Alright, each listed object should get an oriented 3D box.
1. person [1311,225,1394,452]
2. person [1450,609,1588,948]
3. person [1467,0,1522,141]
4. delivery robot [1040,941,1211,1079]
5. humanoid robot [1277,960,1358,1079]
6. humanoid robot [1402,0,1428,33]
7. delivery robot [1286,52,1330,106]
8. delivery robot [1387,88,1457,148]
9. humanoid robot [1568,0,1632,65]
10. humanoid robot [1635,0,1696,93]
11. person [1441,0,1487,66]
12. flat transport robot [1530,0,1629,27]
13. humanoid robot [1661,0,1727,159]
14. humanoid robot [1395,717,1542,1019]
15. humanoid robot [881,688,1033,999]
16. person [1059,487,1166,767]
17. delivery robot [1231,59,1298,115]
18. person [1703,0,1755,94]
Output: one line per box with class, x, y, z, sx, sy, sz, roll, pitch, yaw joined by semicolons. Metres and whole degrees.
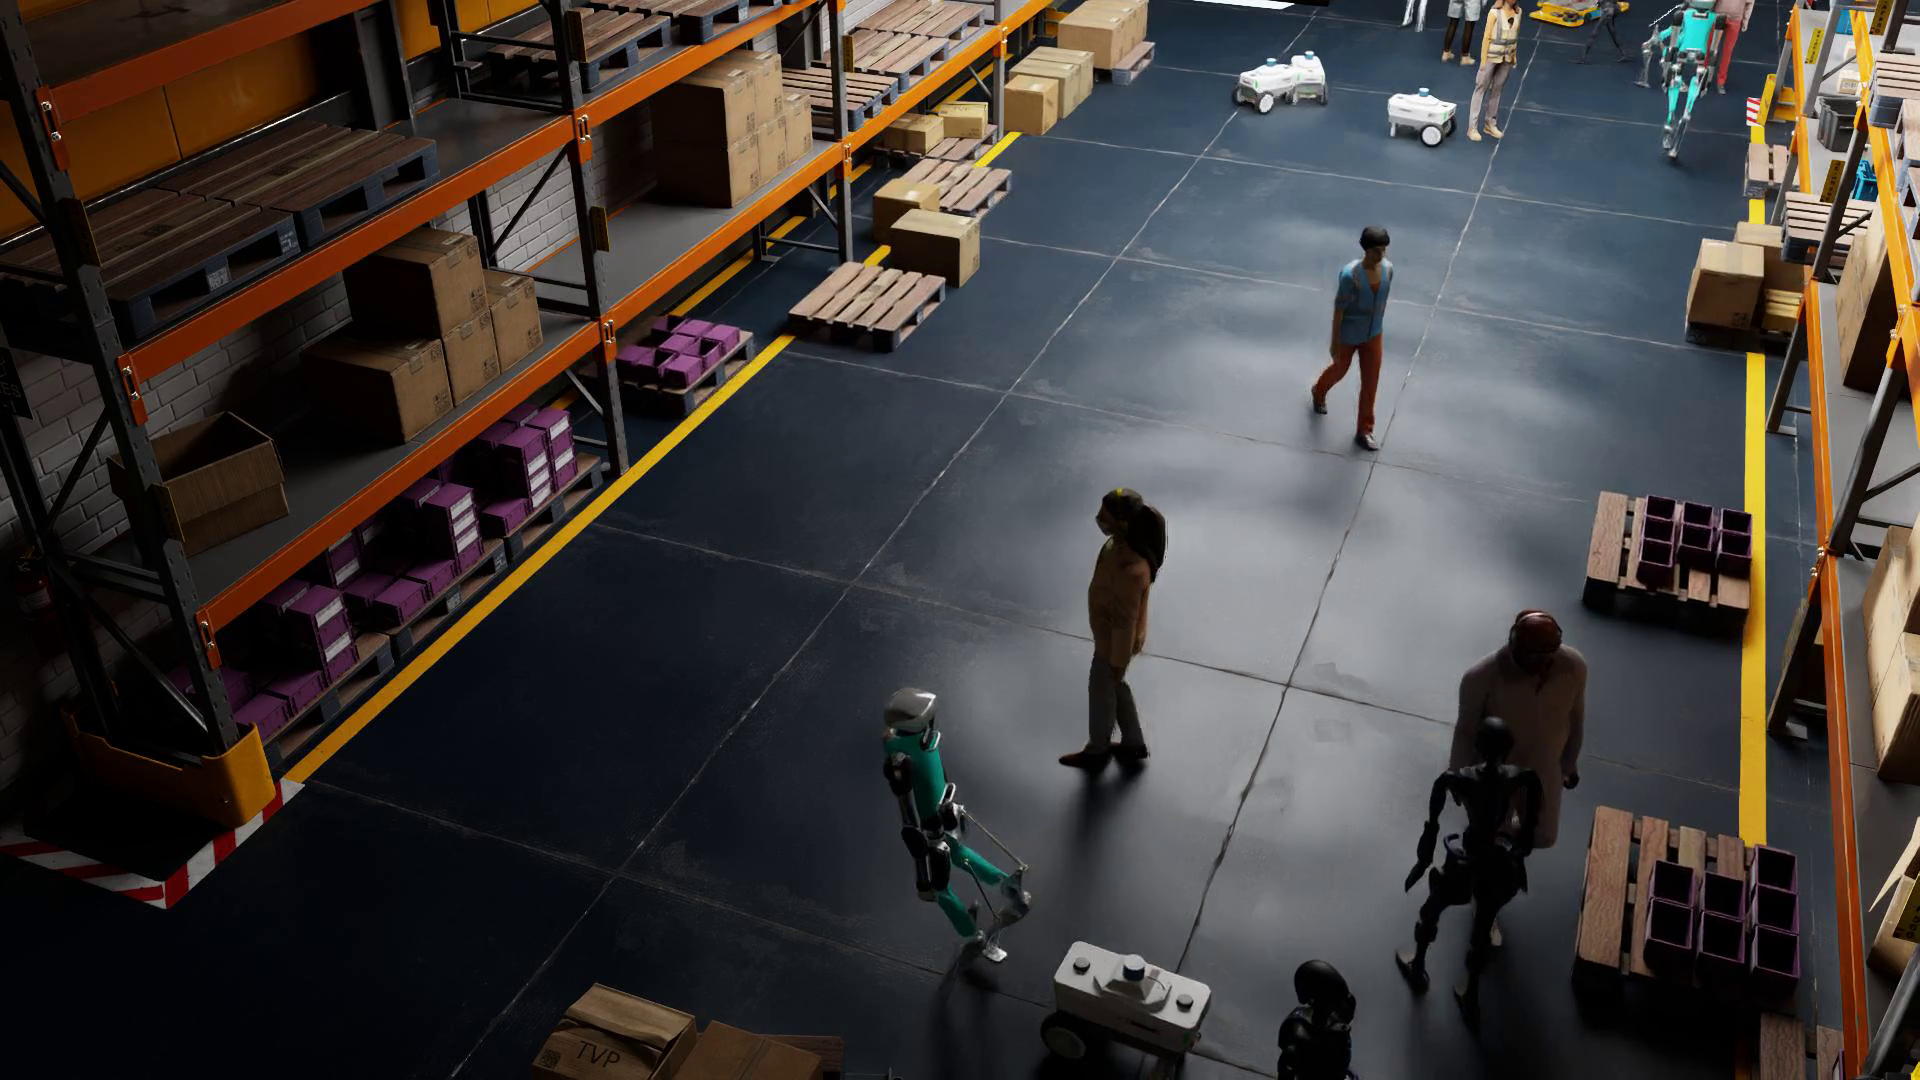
person;3.027;-1.623;12.760;0.497;1.730;0.866;-10;34;-15
person;2.784;1.146;8.321;0.676;1.886;0.631;-4;33;-7
person;5.975;-5.328;18.453;0.469;1.770;0.327;-12;35;-18
delivery robot;0.781;2.213;7.913;0.775;0.604;0.505;15;36;21
humanoid robot;1.360;2.285;6.754;0.468;1.646;0.608;24;40;33
humanoid robot;6.118;-7.644;22.116;0.536;1.835;0.756;19;37;26
delivery robot;4.147;-5.510;19.872;0.499;0.612;0.814;2;33;3
delivery robot;5.213;-4.767;18.717;0.778;0.607;0.522;19;37;27
humanoid robot;8.173;-6.763;20.817;0.809;1.630;0.609;2;33;3
humanoid robot;8.512;-6.215;19.873;0.883;1.787;0.557;3;33;5
person;6.353;-6.819;20.838;0.321;1.692;0.539;-26;41;-34
flat transport robot;8.572;-7.360;22.982;1.431;0.231;0.659;-25;40;-33
humanoid robot;7.760;-4.882;17.799;0.540;1.732;0.984;13;35;20
humanoid robot;2.444;1.548;7.907;0.588;1.636;0.469;-3;33;-5
humanoid robot;0.054;1.533;7.940;0.826;1.839;0.534;7;33;10
person;0.859;0.514;9.326;0.521;1.869;0.578;2;33;4
delivery robot;3.639;-5.380;19.647;0.788;0.587;0.499;-20;38;-27
person;9.137;-6.211;19.825;0.531;1.766;0.323;10;34;15
